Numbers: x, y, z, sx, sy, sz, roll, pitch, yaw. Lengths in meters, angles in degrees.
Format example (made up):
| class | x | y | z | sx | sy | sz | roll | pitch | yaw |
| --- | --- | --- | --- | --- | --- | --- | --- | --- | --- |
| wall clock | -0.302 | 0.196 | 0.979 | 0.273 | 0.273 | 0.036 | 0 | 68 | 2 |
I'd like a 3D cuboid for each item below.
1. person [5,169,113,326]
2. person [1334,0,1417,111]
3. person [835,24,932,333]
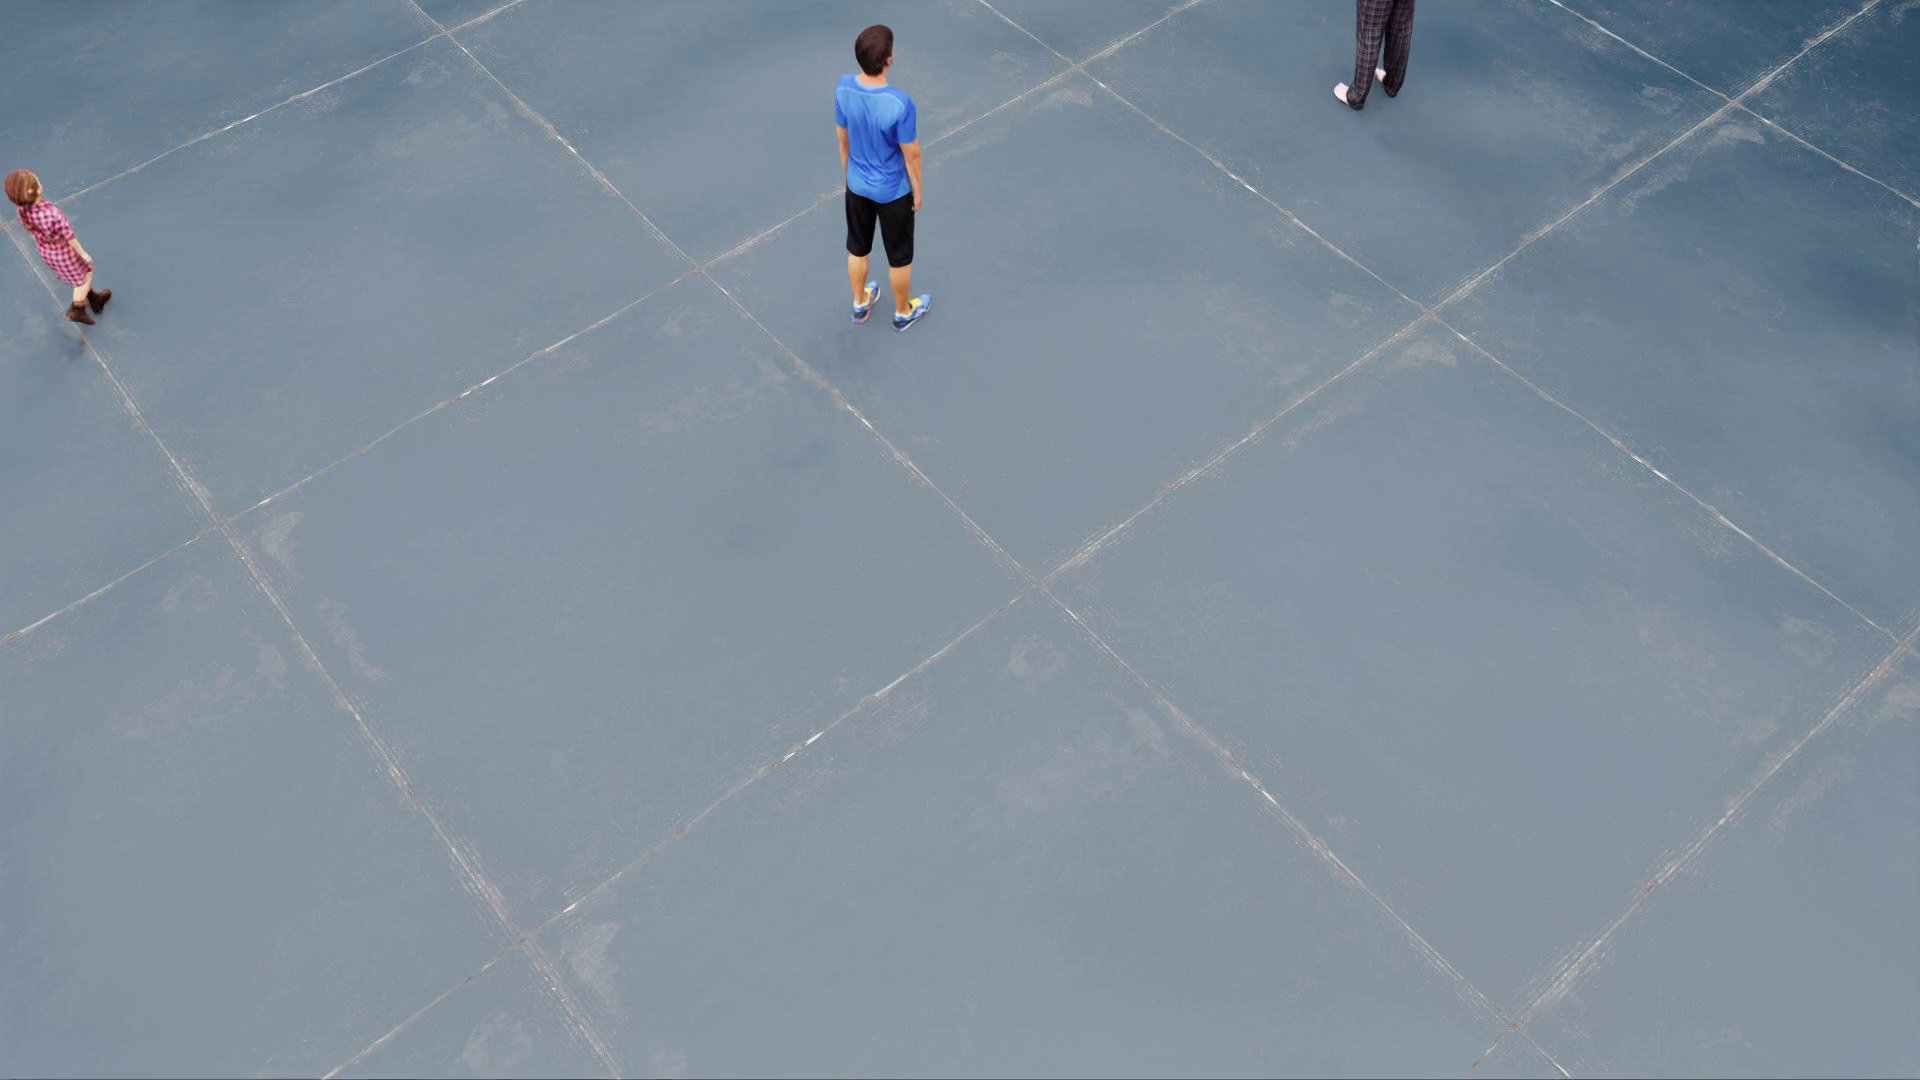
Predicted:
| class | x | y | z | sx | sy | sz | roll | pitch | yaw |
| --- | --- | --- | --- | --- | --- | --- | --- | --- | --- |
| person | -4.957 | -1.583 | 9.124 | 0.594 | 1.019 | 0.672 | 11 | 53 | 8 |
| person | 2.622 | -3.463 | 10.041 | 0.584 | 1.870 | 0.776 | -20 | 55 | -15 |
| person | -0.437 | -1.883 | 8.819 | 0.696 | 1.867 | 0.703 | 20 | 55 | 15 |
